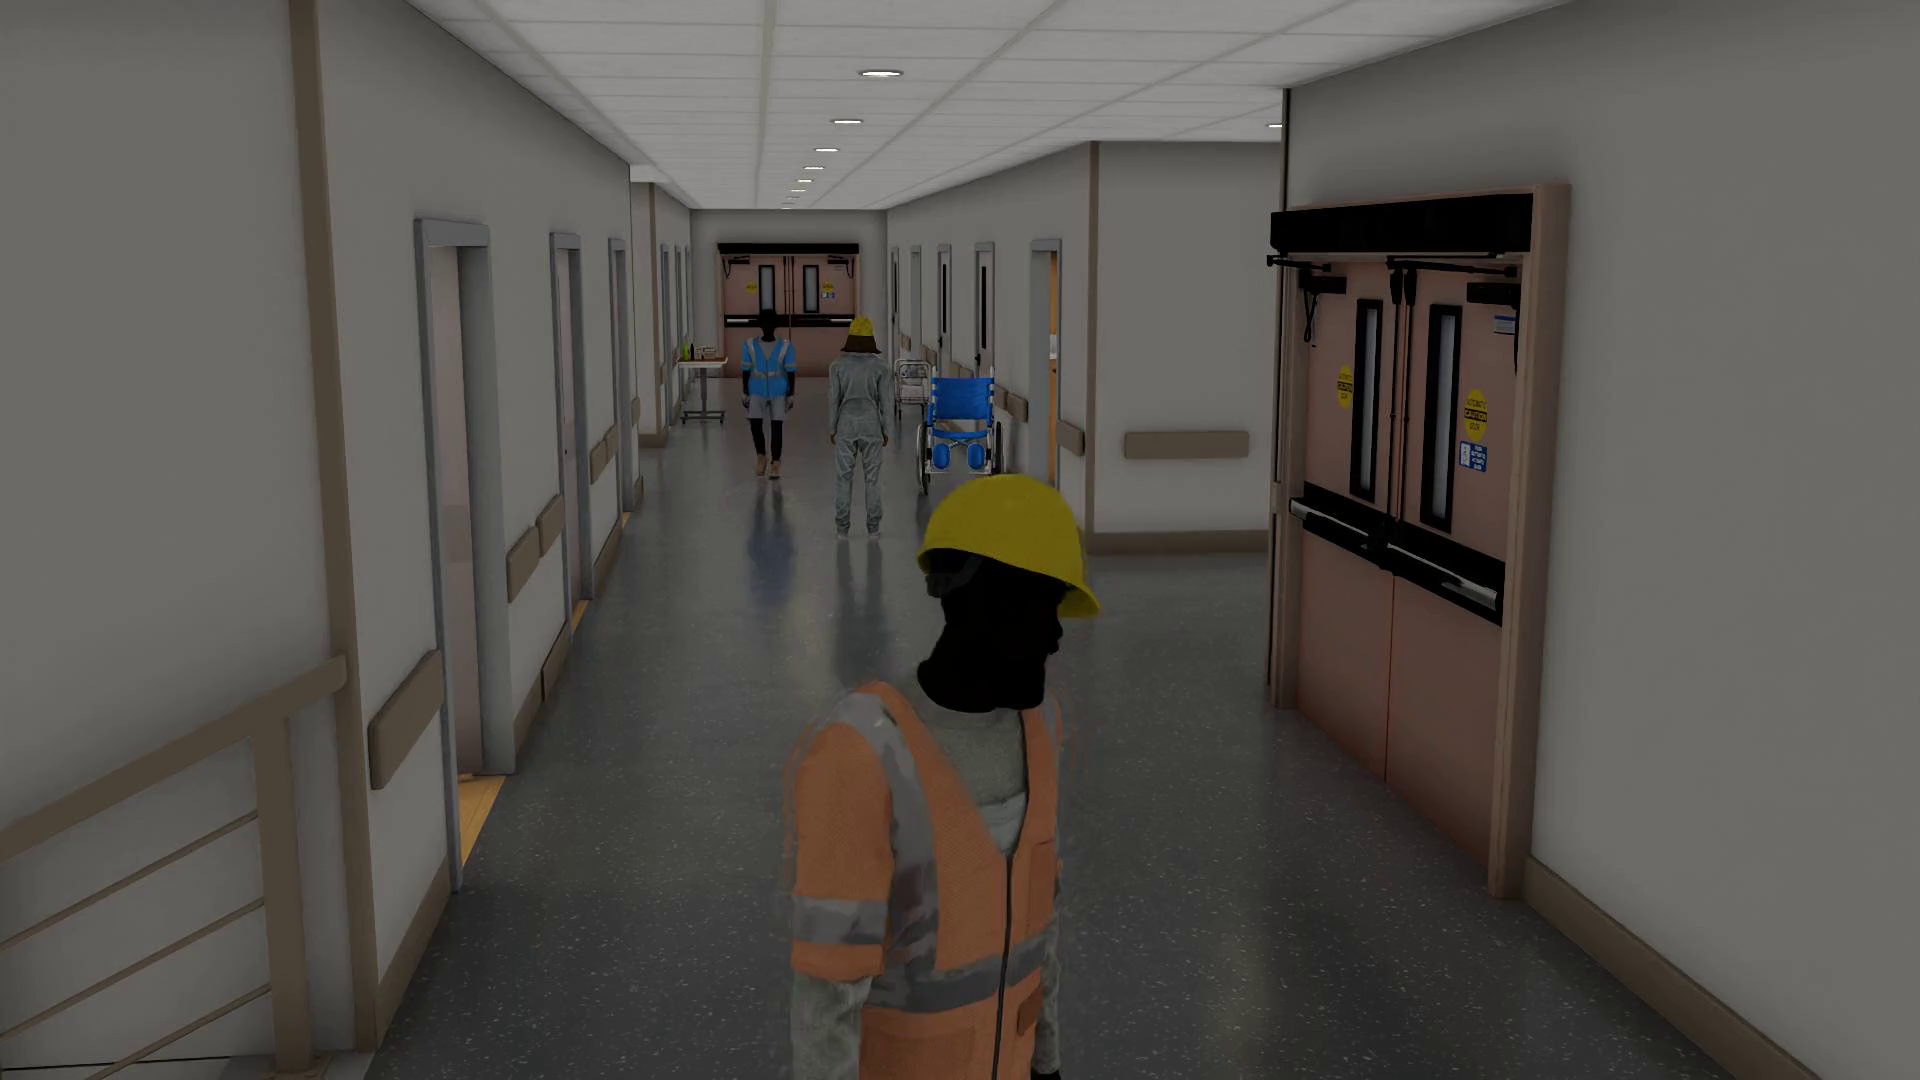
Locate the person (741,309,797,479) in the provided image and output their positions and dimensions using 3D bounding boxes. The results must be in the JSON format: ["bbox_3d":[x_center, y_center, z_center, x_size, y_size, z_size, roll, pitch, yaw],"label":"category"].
[{"bbox_3d":[-1.882,-1.433,16.386,0.554,1.682,0.369,-1,10,-4],"label":"person"}]

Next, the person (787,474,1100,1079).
[{"bbox_3d":[-0.112,0.835,2.621,0.698,1.892,0.727,10,14,44],"label":"person"}]

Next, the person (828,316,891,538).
[{"bbox_3d":[-0.783,-0.876,13.033,0.486,1.736,0.318,0,10,-1],"label":"person"}]
